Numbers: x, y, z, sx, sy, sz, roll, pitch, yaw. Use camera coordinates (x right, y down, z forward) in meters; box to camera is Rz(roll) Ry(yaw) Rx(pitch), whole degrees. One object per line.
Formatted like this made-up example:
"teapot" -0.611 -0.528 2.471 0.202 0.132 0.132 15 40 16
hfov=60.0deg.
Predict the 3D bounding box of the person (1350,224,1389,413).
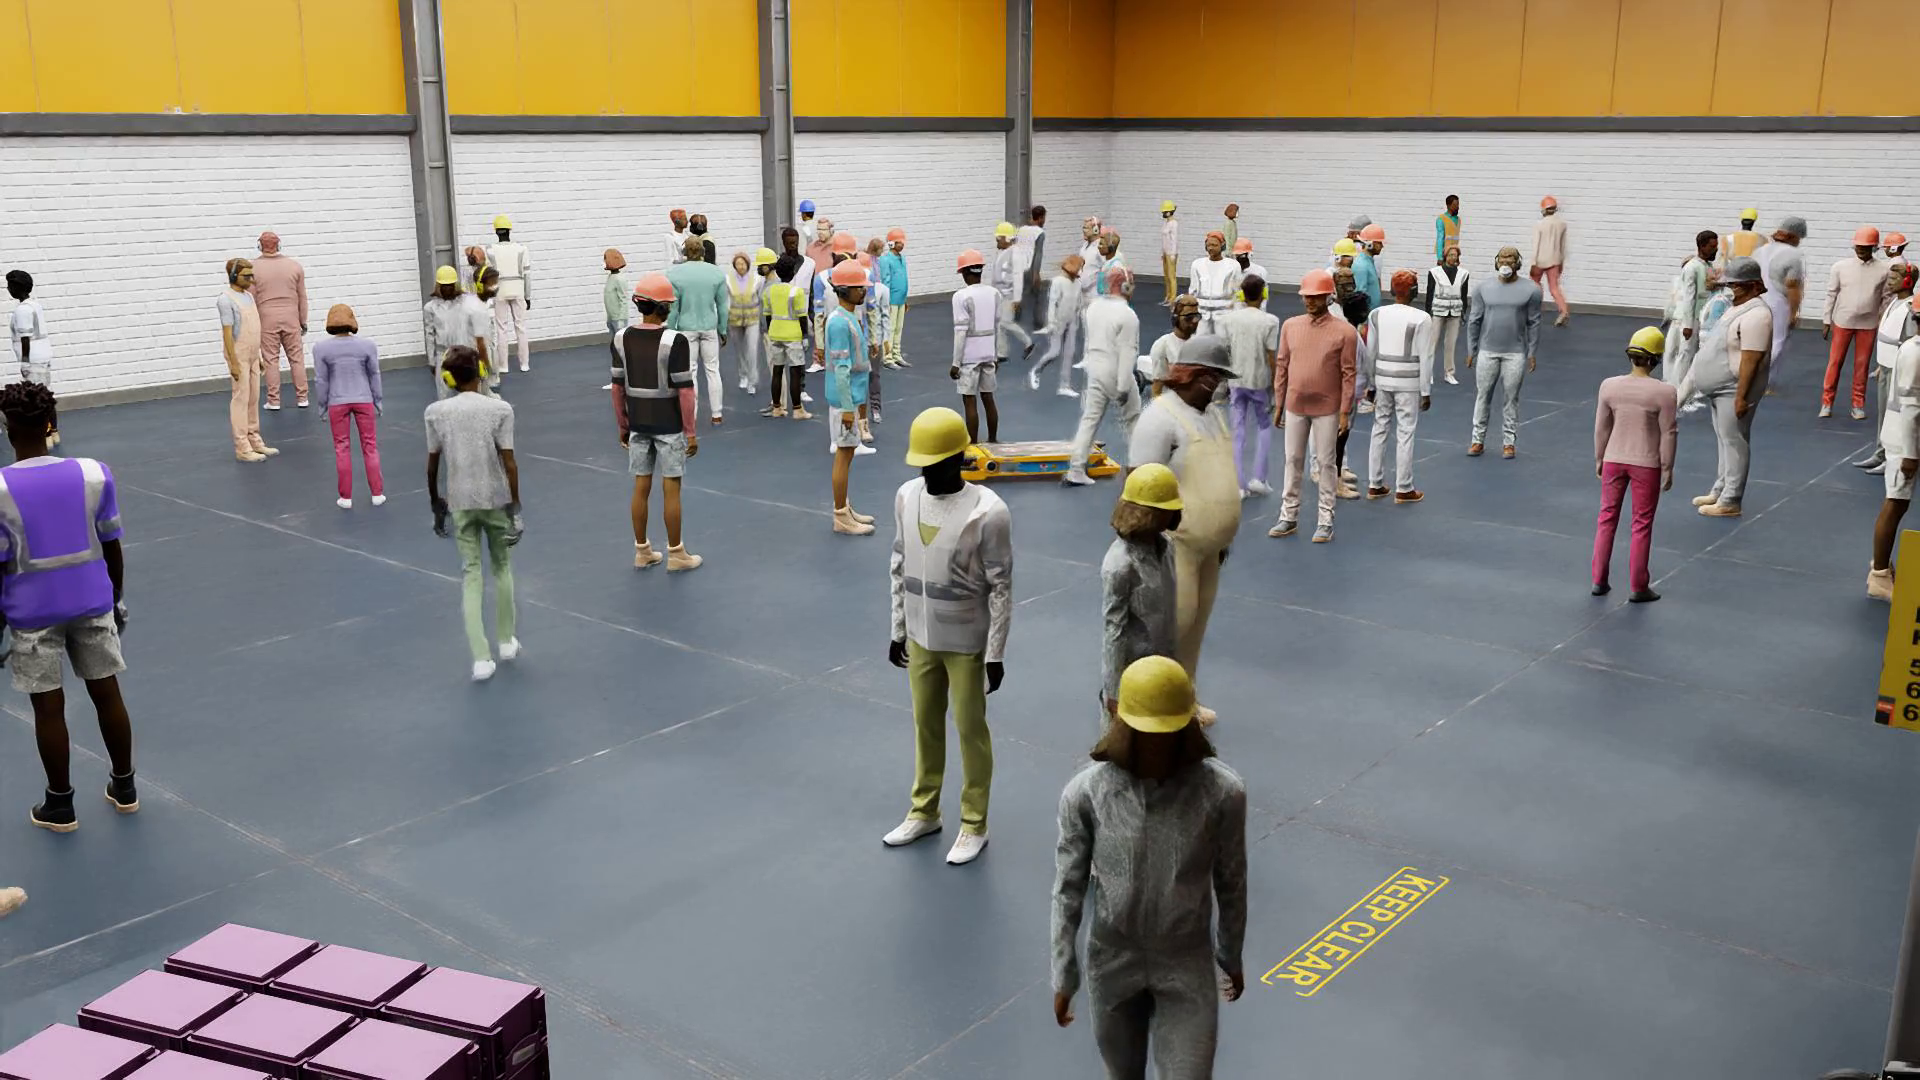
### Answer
"person" 4.299 -2.349 17.676 0.406 1.986 0.618 5 15 19

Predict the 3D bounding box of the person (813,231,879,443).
"person" -1.077 -1.921 15.881 0.619 2.029 0.409 -5 15 -19

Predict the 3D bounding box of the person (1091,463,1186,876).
"person" 0.723 0.536 6.668 0.355 1.732 0.484 9 17 33

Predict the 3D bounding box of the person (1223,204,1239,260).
"person" 4.825 -5.182 29.726 0.280 1.624 0.494 6 15 22

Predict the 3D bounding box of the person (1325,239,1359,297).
"person" 4.085 -2.326 17.923 0.404 1.824 0.586 12 19 40

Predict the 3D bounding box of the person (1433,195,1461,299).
"person" 7.799 -4.554 26.625 0.392 1.916 0.591 14 19 43

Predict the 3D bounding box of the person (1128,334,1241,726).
"person" 1.144 -0.063 8.427 0.573 2.000 0.717 11 18 38

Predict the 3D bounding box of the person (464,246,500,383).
"person" -5.577 -2.598 19.372 0.310 1.638 0.522 1 14 6

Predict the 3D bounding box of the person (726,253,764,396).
"person" -2.476 -2.482 19.002 0.536 1.590 0.875 -1 14 -4

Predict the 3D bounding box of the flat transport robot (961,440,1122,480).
"flat transport robot" 0.647 -0.710 14.599 1.431 0.197 0.652 -3 14 -11

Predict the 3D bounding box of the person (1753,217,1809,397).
"person" 9.178 -2.664 18.820 0.683 2.000 0.769 -4 15 -14

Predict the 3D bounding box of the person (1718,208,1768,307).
"person" 10.750 -3.601 22.869 0.607 1.879 0.988 7 16 25

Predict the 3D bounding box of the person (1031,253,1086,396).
"person" 1.107 -2.434 18.767 0.552 1.606 0.547 -14 19 -43

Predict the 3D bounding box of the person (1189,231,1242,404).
"person" 2.775 -2.434 18.216 0.586 1.882 0.340 6 15 23

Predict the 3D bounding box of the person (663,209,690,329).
"person" -3.827 -3.578 22.786 0.341 1.882 0.587 5 15 19

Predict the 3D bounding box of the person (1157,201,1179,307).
"person" 3.494 -4.798 27.926 0.339 1.761 0.524 -3 14 -12

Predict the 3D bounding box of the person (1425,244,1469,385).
"person" 5.707 -2.645 19.549 0.511 1.644 0.307 -1 14 -6

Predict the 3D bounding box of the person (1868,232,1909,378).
"person" 11.200 -2.826 20.070 0.345 1.743 0.566 12 19 40

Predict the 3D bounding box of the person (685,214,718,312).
"person" -3.480 -3.462 22.411 0.429 1.841 0.634 -5 15 -19

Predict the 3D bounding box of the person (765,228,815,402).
"person" -1.855 -2.460 18.253 0.591 1.918 0.383 -7 16 -26

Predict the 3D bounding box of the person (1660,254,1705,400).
"person" 8.135 -2.390 18.620 0.430 1.616 0.570 -1 14 -6

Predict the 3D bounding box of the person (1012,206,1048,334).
"person" 0.976 -3.902 24.164 0.733 1.869 0.602 -10 17 -35

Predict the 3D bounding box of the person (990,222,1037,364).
"person" 0.637 -3.136 21.165 0.529 1.814 0.599 -5 15 -21

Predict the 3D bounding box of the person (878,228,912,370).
"person" -0.803 -3.017 20.808 0.320 1.754 0.562 6 15 23

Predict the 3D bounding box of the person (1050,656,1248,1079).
"person" 0.484 1.138 4.280 0.510 1.703 0.861 2 14 7

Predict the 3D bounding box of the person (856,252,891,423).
"person" -0.991 -2.059 16.986 0.574 1.748 0.337 0 14 0

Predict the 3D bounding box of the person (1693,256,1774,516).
"person" 6.020 -1.210 13.010 0.535 2.000 0.679 4 14 14

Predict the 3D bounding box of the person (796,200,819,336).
"person" -2.175 -3.949 24.144 0.404 1.945 0.615 9 17 33

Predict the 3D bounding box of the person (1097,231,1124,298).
"person" 1.681 -2.539 18.715 0.348 1.847 0.505 -2 14 -9

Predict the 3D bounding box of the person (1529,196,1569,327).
"person" 8.942 -4.223 25.222 0.632 1.966 0.929 -4 15 -14

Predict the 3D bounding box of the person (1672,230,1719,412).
"person" 7.854 -2.345 17.792 0.375 1.917 0.597 12 18 39

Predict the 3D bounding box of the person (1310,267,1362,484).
"person" 3.206 -1.394 14.139 0.514 1.845 0.339 -6 15 -23

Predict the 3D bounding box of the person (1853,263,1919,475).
"person" 8.167 -1.485 14.502 0.383 1.845 0.570 3 14 11
